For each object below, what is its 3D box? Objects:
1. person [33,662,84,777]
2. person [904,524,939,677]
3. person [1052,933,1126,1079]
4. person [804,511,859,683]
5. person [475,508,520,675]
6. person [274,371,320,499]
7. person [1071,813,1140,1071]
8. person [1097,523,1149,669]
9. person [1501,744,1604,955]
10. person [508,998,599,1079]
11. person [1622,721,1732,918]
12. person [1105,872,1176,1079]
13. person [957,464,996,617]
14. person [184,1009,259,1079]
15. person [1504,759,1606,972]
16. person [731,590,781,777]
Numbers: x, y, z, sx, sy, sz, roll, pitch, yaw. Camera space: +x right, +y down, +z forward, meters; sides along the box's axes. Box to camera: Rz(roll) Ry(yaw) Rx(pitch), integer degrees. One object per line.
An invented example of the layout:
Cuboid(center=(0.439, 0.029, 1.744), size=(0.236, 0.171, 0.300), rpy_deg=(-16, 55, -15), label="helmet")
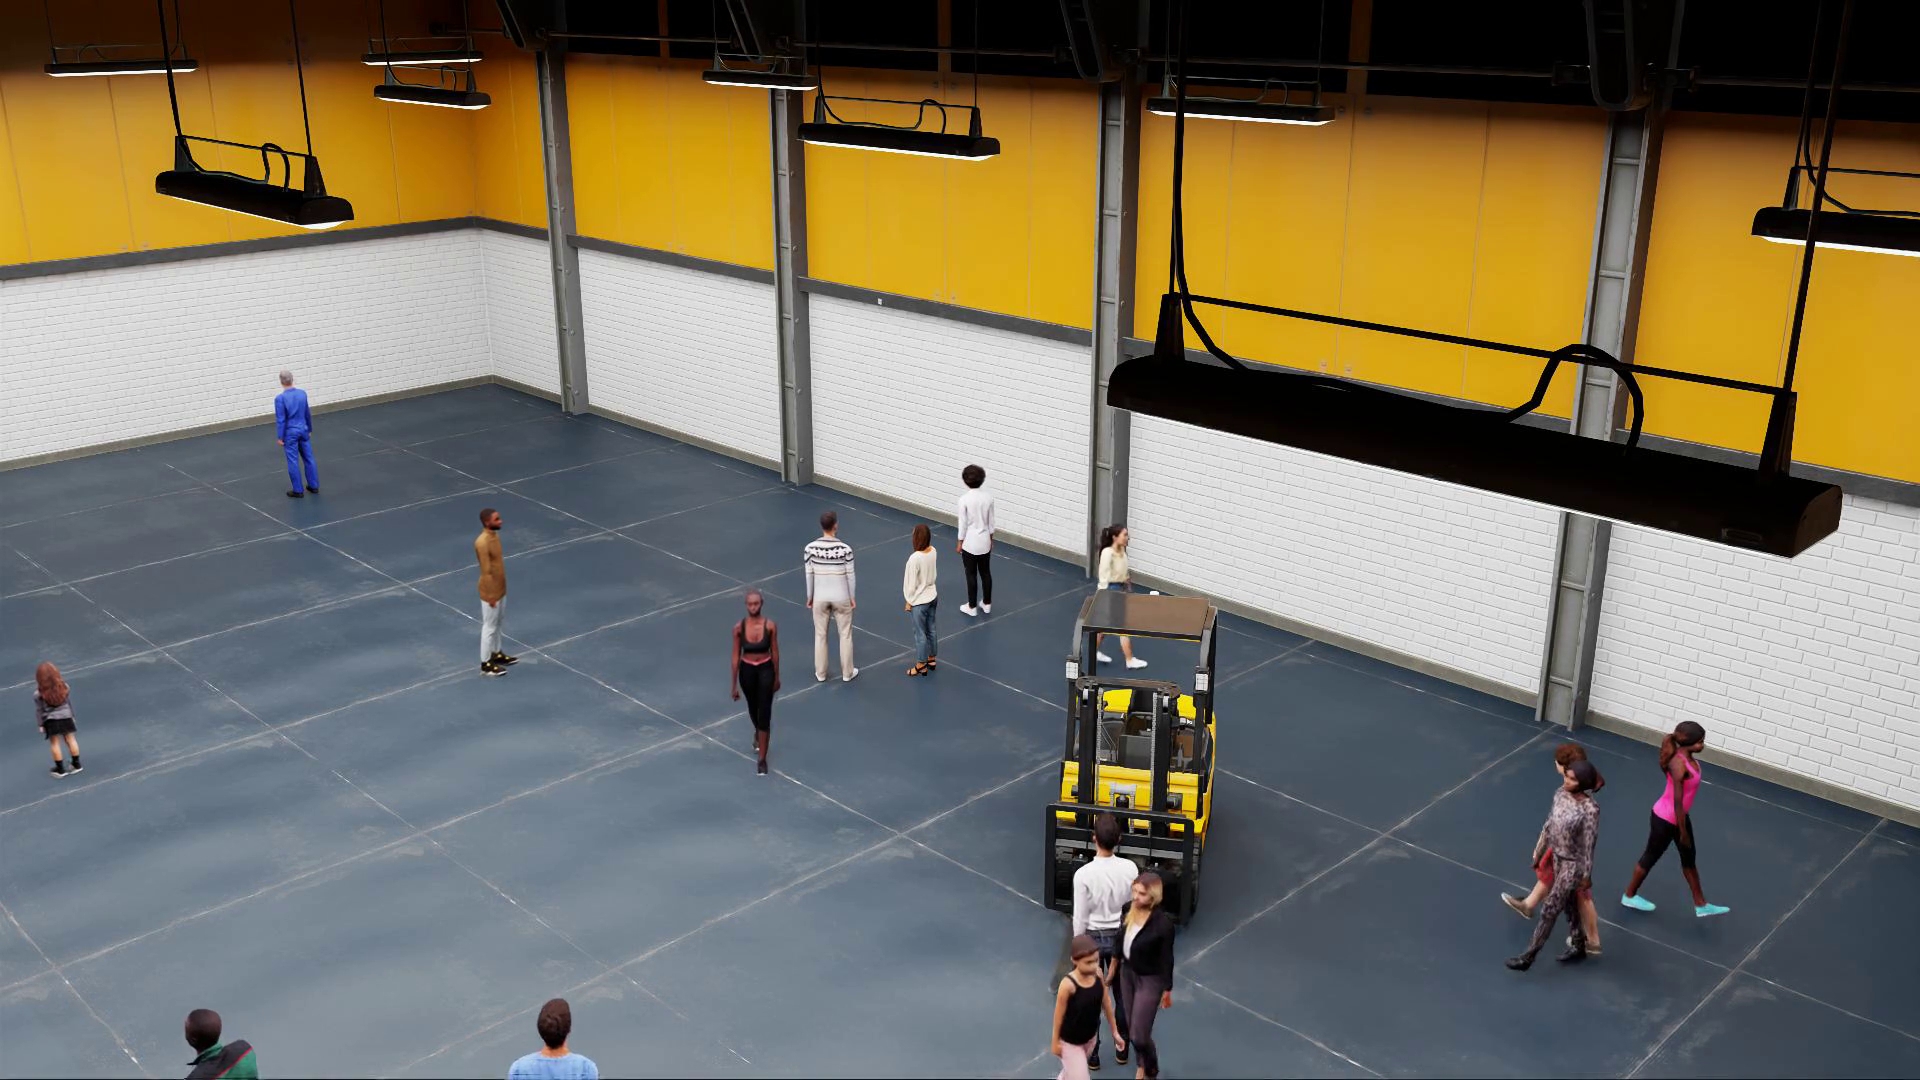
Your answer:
Cuboid(center=(-8.450, 1.662, 15.562), size=(0.459, 1.103, 0.480), rpy_deg=(16, 24, 38), label="person")
Cuboid(center=(-0.392, 0.626, 17.728), size=(0.603, 1.683, 0.656), rpy_deg=(12, 22, 31), label="person")
Cuboid(center=(0.699, 3.141, 10.523), size=(0.990, 1.515, 0.506), rpy_deg=(17, 25, 41), label="person")
Cuboid(center=(-1.356, 0.602, 17.522), size=(0.747, 1.860, 0.823), rpy_deg=(1, 19, 4), label="person")
Cuboid(center=(-5.018, 0.528, 17.818), size=(0.745, 1.812, 0.704), rpy_deg=(2, 19, 6), label="person")
Cuboid(center=(-9.553, -1.534, 23.919), size=(0.631, 1.825, 0.765), rpy_deg=(12, 22, 31), label="person")
Cuboid(center=(0.982, 2.716, 11.233), size=(0.725, 1.868, 0.760), rpy_deg=(-4, 19, -10), label="person")
Cuboid(center=(1.569, 0.593, 17.954), size=(1.033, 1.601, 0.850), rpy_deg=(8, 20, 22), label="person")
Cuboid(center=(4.704, 2.378, 12.649), size=(0.651, 1.604, 1.137), rpy_deg=(-16, 24, -39), label="person")
Cuboid(center=(-2.224, 3.456, 9.123), size=(1.097, 1.812, 1.332), rpy_deg=(-4, 19, -11), label="person")
Cuboid(center=(5.493, 2.182, 13.090), size=(1.044, 1.694, 0.700), rpy_deg=(12, 22, 31), label="person")
Cuboid(center=(1.259, 2.911, 10.975), size=(0.697, 1.663, 0.523), rpy_deg=(-12, 22, -32), label="person")
Cuboid(center=(0.194, -0.005, 19.408), size=(0.688, 1.807, 0.657), rpy_deg=(-9, 21, -25), label="person")
Cuboid(center=(-3.975, 3.445, 9.208), size=(1.297, 1.778, 1.008), rpy_deg=(8, 20, 22), label="person")
Cuboid(center=(4.610, 2.420, 12.392), size=(0.963, 1.689, 1.028), rpy_deg=(-5, 19, -14), label="person")
Cuboid(center=(-1.920, 1.283, 15.744), size=(1.115, 1.705, 1.221), rpy_deg=(-1, 19, -3), label="person")
